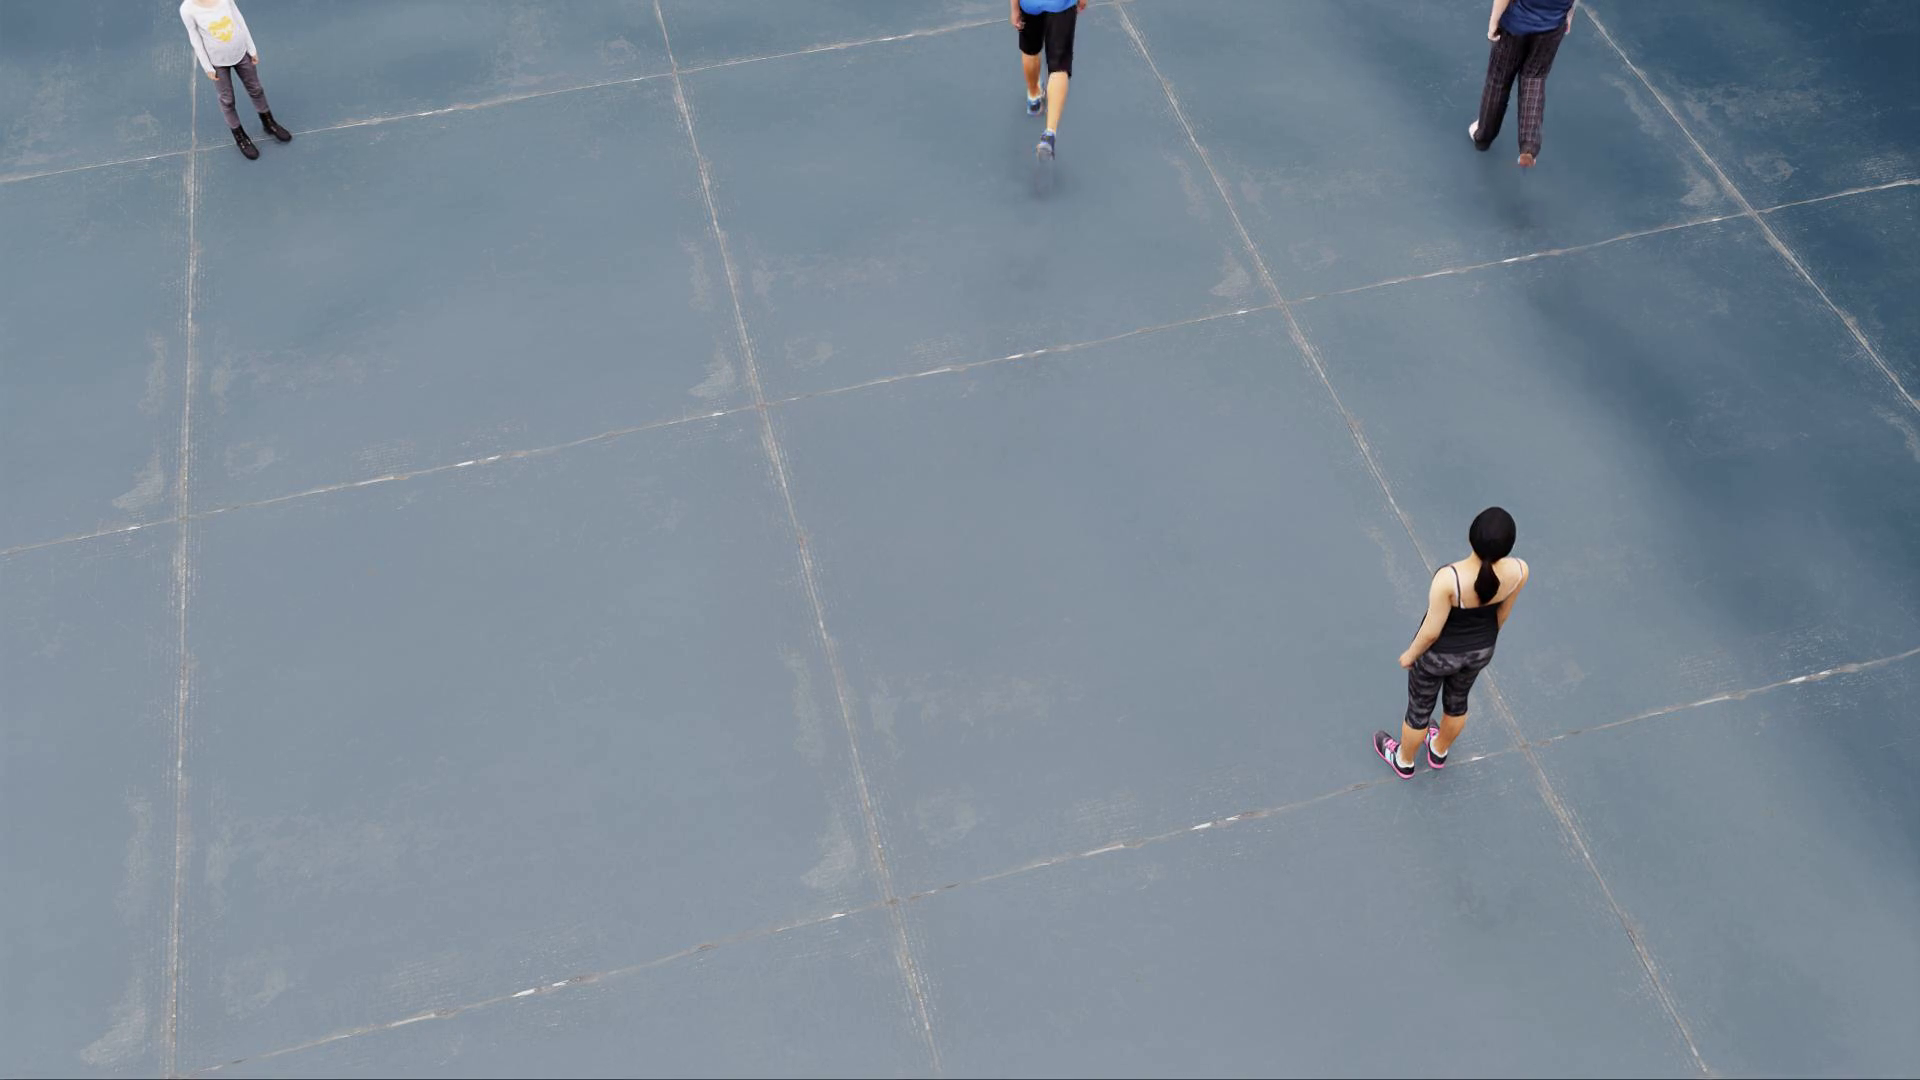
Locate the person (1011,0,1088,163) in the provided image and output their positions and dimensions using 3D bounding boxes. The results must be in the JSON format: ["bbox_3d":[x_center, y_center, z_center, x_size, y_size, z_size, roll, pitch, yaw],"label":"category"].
[{"bbox_3d":[0.504,-3.051,9.597,0.905,1.840,1.257,4,52,3],"label":"person"}]

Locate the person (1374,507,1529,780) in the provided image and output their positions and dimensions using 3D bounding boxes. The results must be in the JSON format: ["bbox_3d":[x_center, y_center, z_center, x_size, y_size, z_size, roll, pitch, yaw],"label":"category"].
[{"bbox_3d":[2.063,0.463,6.947,0.563,1.727,0.523,-10,53,-8],"label":"person"}]

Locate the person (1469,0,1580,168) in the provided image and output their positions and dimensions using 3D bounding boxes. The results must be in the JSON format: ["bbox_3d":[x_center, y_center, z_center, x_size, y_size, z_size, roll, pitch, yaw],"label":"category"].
[{"bbox_3d":[3.284,-2.894,9.465,0.801,1.858,0.950,0,52,0],"label":"person"}]

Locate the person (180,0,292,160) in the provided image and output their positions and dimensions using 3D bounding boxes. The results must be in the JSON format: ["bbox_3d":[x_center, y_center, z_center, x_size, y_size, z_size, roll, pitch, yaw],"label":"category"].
[{"bbox_3d":[-4.331,-2.863,9.809,0.562,1.275,0.599,-38,61,-26],"label":"person"}]
